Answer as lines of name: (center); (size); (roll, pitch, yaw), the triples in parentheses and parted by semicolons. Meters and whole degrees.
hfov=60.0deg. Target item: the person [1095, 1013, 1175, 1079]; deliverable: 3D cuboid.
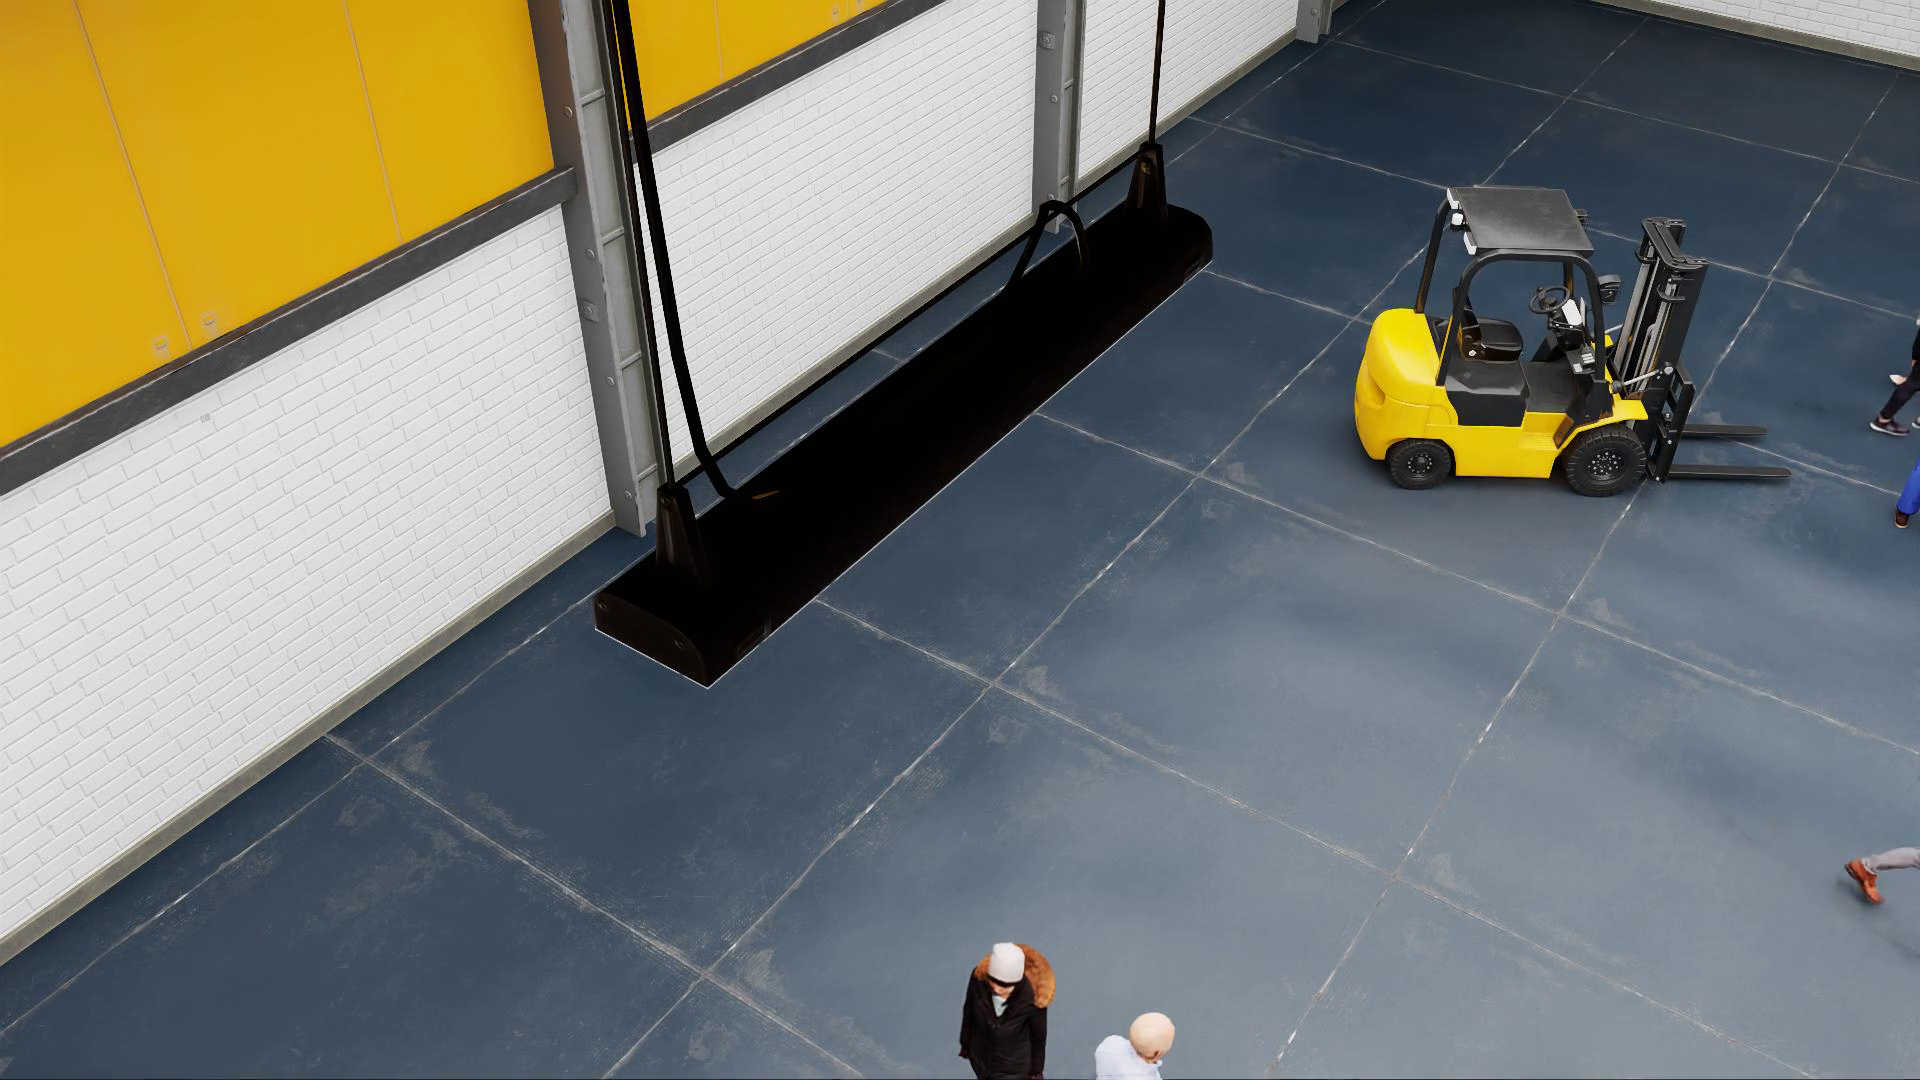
person: (0.731, 2.873, 7.869); (0.826, 1.779, 0.759); (-20, 43, -23)

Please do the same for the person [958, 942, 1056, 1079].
person: (0.219, 2.558, 8.378); (0.674, 1.636, 0.662); (16, 41, 19)
